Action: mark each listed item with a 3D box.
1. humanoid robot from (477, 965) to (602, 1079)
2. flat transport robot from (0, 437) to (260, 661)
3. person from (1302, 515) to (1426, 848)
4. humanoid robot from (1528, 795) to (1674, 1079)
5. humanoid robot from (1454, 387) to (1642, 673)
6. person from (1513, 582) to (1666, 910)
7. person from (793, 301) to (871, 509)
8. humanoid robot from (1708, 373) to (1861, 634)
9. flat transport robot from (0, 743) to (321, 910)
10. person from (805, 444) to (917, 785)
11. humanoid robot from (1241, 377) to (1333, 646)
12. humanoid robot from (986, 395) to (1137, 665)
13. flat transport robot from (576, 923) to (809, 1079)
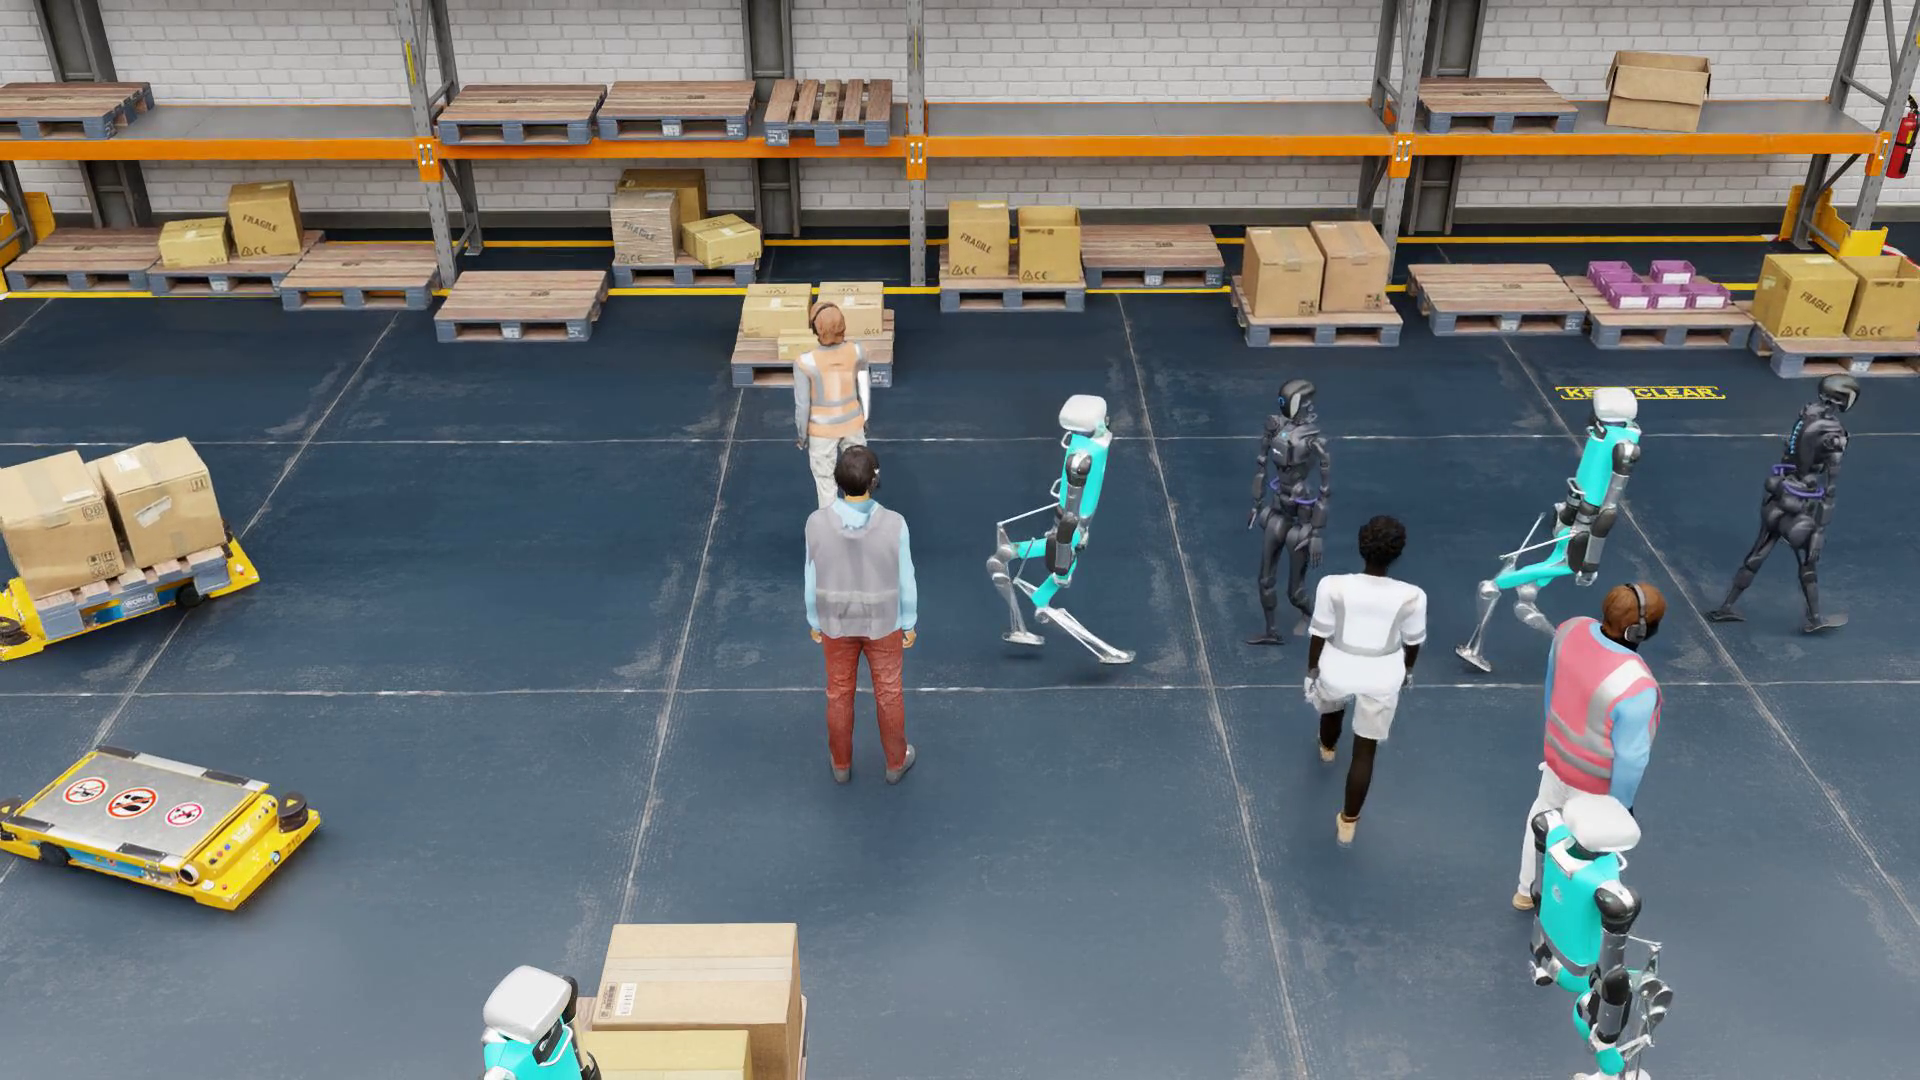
[{"bbox_3d":[-1.093,2.084,5.386,0.735,1.677,0.533,7,32,11],"label":"humanoid robot"},{"bbox_3d":[-5.032,0.271,9.960,1.431,0.231,0.659,-21,37,-30],"label":"flat transport robot"},{"bbox_3d":[1.945,0.612,8.053,0.541,1.640,0.882,8,32,13],"label":"person"},{"bbox_3d":[2.523,1.648,6.298,0.996,1.764,0.530,-8,32,-13],"label":"humanoid robot"},{"bbox_3d":[3.114,0.002,9.028,1.015,1.773,0.534,1,31,2],"label":"humanoid robot"},{"bbox_3d":[2.760,0.977,7.258,0.431,1.844,0.623,-7,32,-11],"label":"person"},{"bbox_3d":[-0.772,-0.681,10.210,0.514,1.641,0.313,-16,34,-24],"label":"person"},{"bbox_3d":[4.796,-0.209,9.421,0.748,1.631,0.609,0,31,0],"label":"humanoid robot"},{"bbox_3d":[-3.938,1.379,8.116,1.431,0.231,0.659,10,32,16],"label":"flat transport robot"},{"bbox_3d":[-0.483,0.407,8.170,0.544,1.876,0.408,2,31,3],"label":"person"},{"bbox_3d":[1.883,-0.137,9.298,0.486,1.641,0.614,-18,36,-28],"label":"humanoid robot"},{"bbox_3d":[0.482,-0.010,8.996,1.035,1.731,0.575,9,32,15],"label":"humanoid robot"},{"bbox_3d":[-1.121,2.429,6.367,1.431,0.231,0.659,0,31,-1],"label":"flat transport robot"}]
